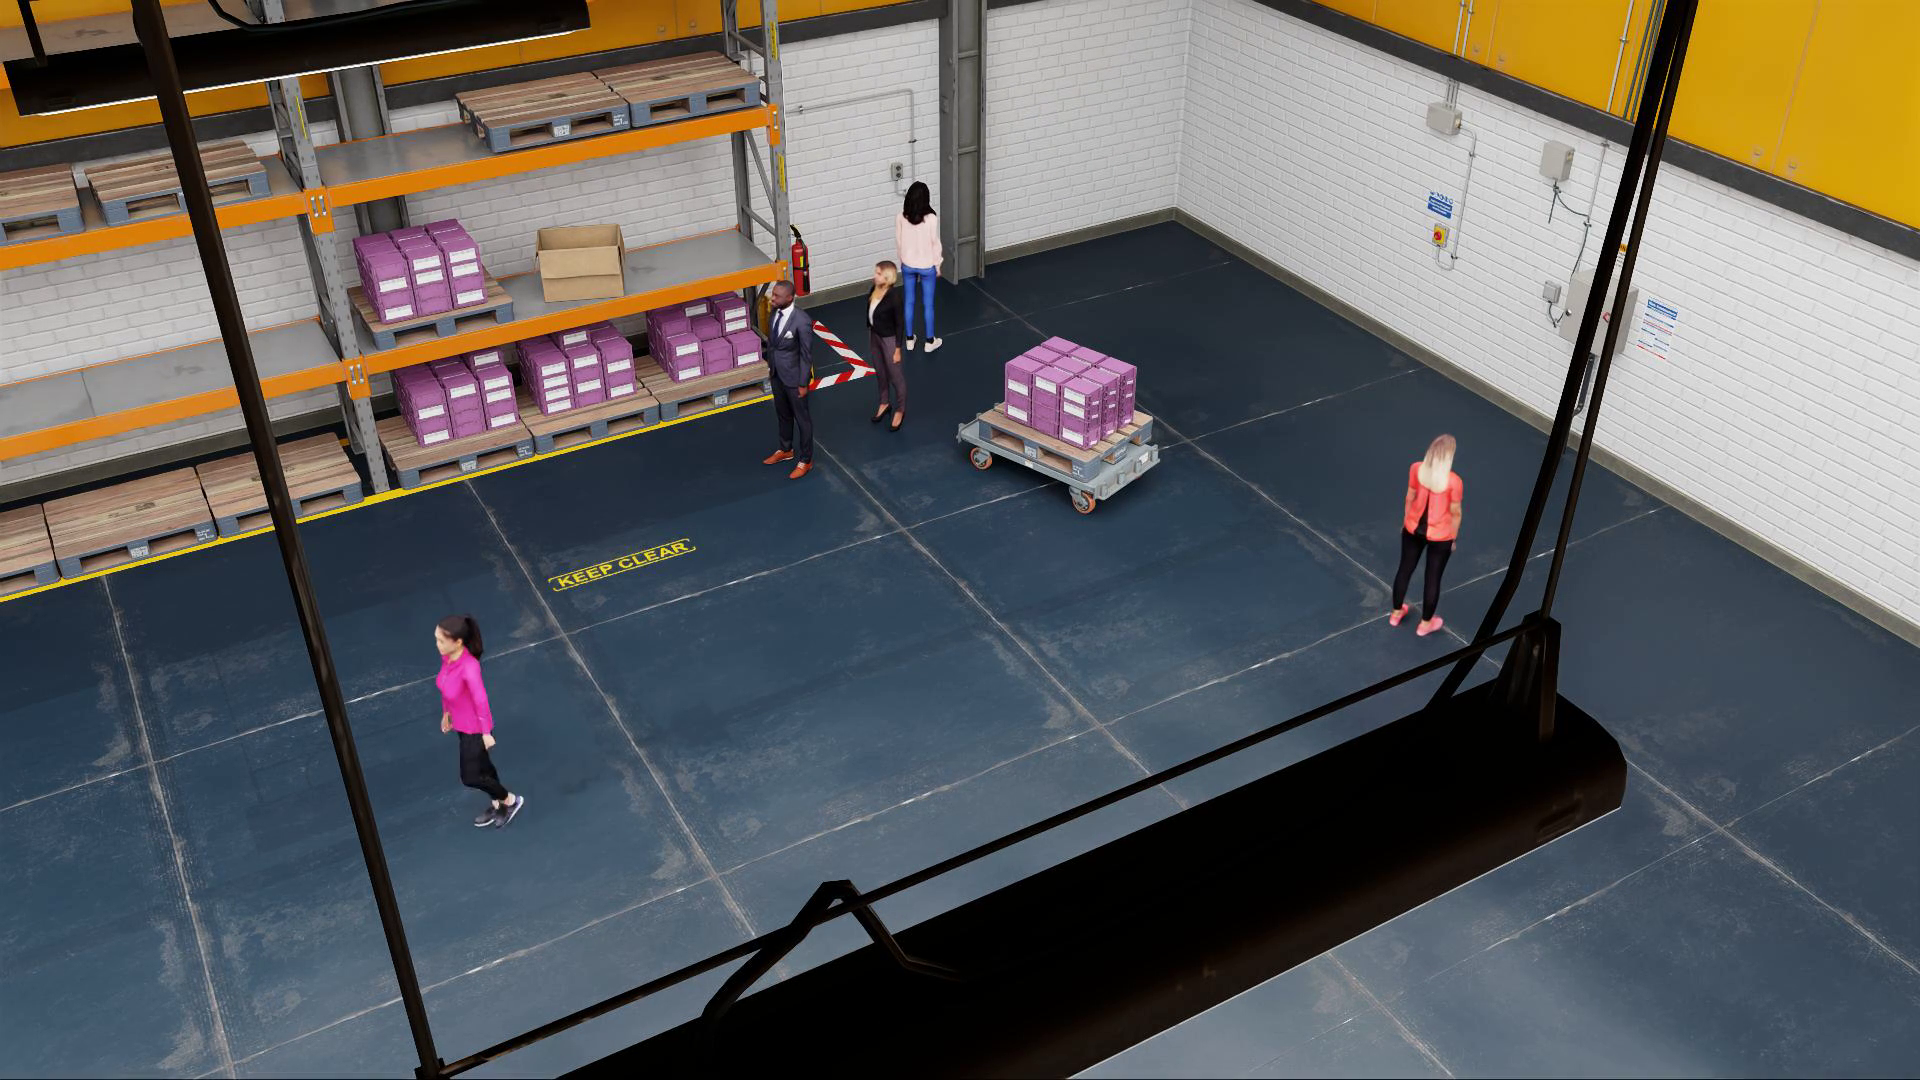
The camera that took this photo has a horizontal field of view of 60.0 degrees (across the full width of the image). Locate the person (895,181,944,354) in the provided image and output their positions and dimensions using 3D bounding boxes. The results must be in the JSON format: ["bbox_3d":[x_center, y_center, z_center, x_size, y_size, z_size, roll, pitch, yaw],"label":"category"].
[{"bbox_3d":[-0.410,-2.711,16.516,0.718,1.770,0.761,11,35,16],"label":"person"}]

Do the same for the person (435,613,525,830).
[{"bbox_3d":[-3.075,1.155,10.774,0.629,1.689,0.611,-23,40,-31],"label":"person"}]

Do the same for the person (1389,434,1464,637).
[{"bbox_3d":[3.536,-0.052,12.584,0.656,1.694,0.632,26,42,33],"label":"person"}]

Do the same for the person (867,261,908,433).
[{"bbox_3d":[-0.657,-1.782,15.208,0.574,1.671,0.622,-24,40,-31],"label":"person"}]

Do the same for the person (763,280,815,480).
[{"bbox_3d":[-1.491,-1.442,14.559,0.696,1.824,0.747,-28,43,-36],"label":"person"}]
